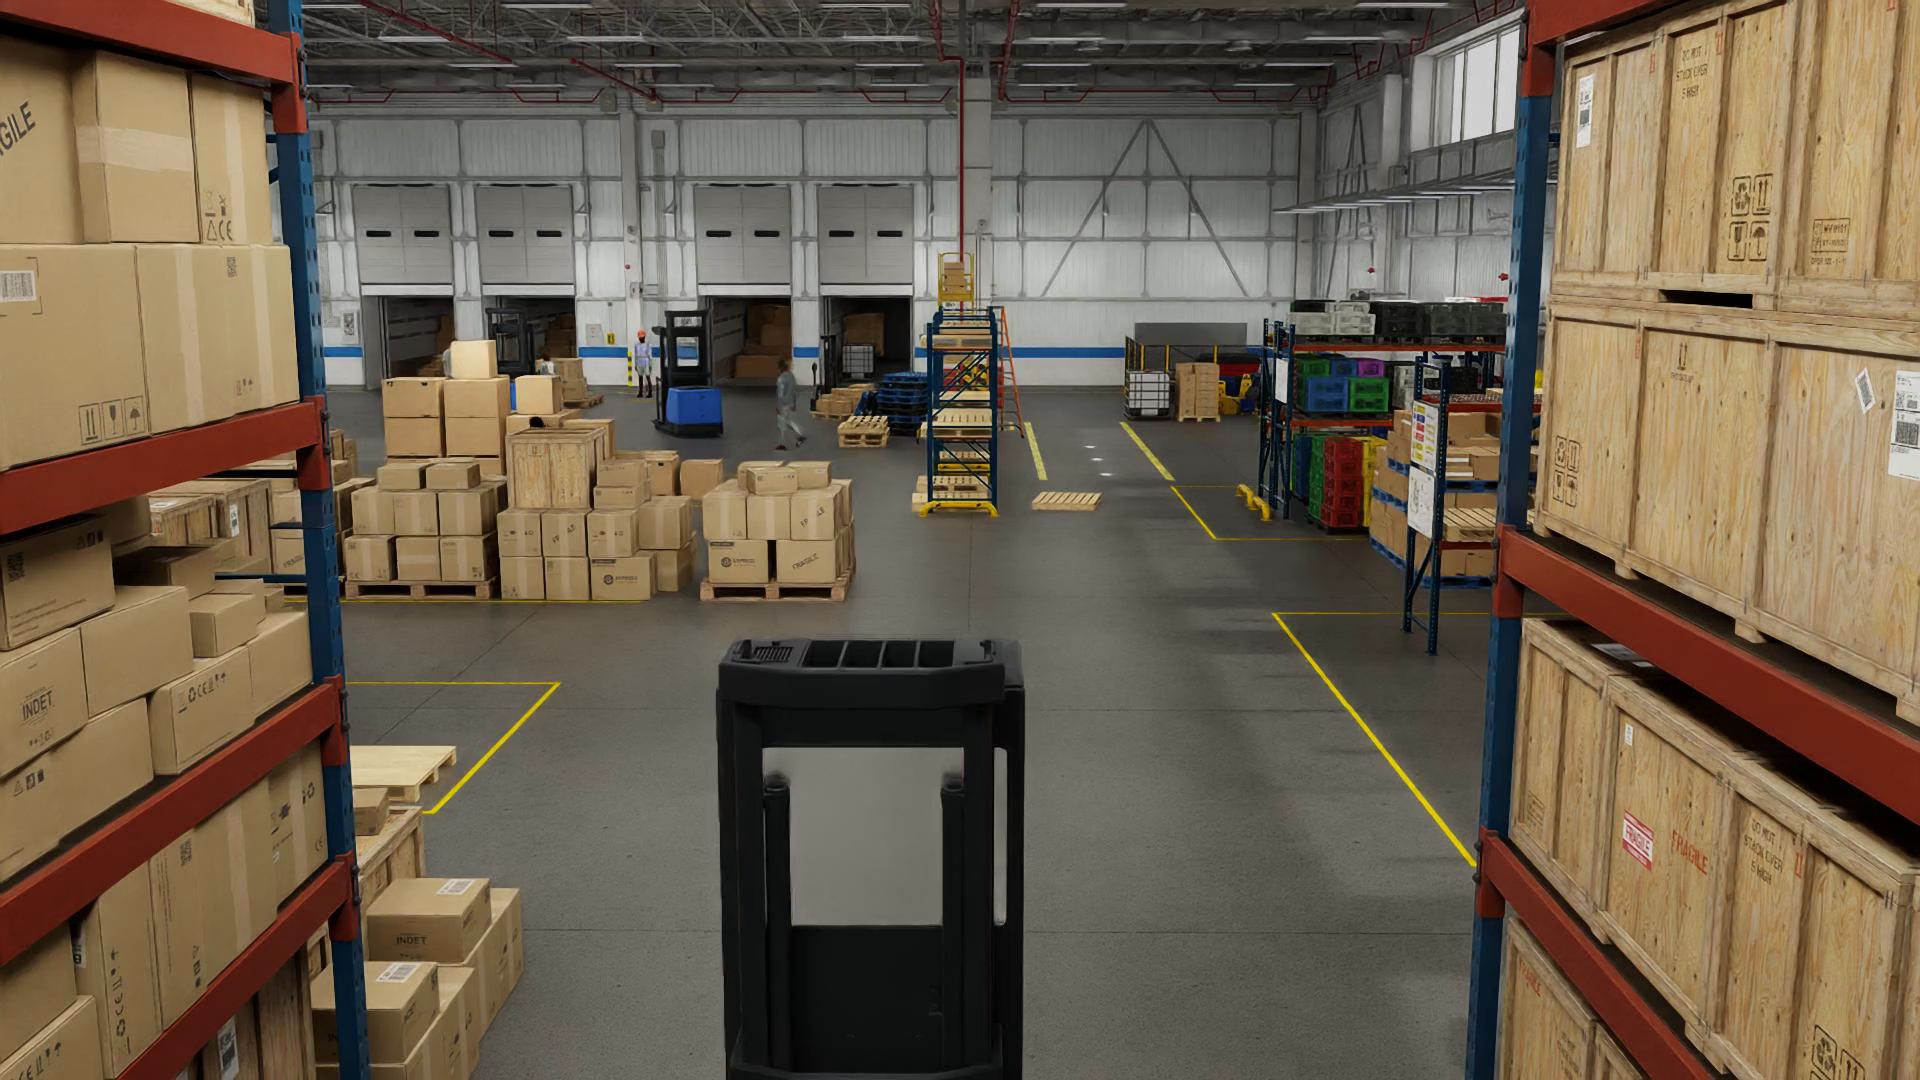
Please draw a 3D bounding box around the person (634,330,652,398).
[{"bbox_3d":[-9.021,-5.003,47.330,0.543,1.928,0.393,3,10,15],"label":"person"}]

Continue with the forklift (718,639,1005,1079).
[{"bbox_3d":[-0.316,1.728,5.731,1.129,2.768,1.873,0,10,1],"label":"forklift"}]

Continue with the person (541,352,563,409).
[{"bbox_3d":[-10.486,-3.987,42.422,0.880,1.593,0.541,5,11,27],"label":"person"}]

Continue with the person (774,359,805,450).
[{"bbox_3d":[-3.604,-2.812,34.698,0.561,1.926,0.632,4,11,22],"label":"person"}]

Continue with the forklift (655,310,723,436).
[{"bbox_3d":[-6.183,-3.833,37.814,1.129,2.768,1.873,-5,11,-25],"label":"forklift"}]

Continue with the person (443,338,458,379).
[{"bbox_3d":[-12.979,-4.207,42.693,0.633,1.936,0.353,6,11,30],"label":"person"}]

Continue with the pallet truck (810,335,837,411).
[{"bbox_3d":[-3.021,-4.312,43.126,1.885,1.965,0.823,3,10,17],"label":"pallet truck"}]

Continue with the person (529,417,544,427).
[{"bbox_3d":[-5.832,-0.773,23.110,1.001,1.857,0.593,5,11,27],"label":"person"}]

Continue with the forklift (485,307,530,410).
[{"bbox_3d":[-10.754,-4.150,39.646,1.129,2.768,1.873,0,10,1],"label":"forklift"}]
